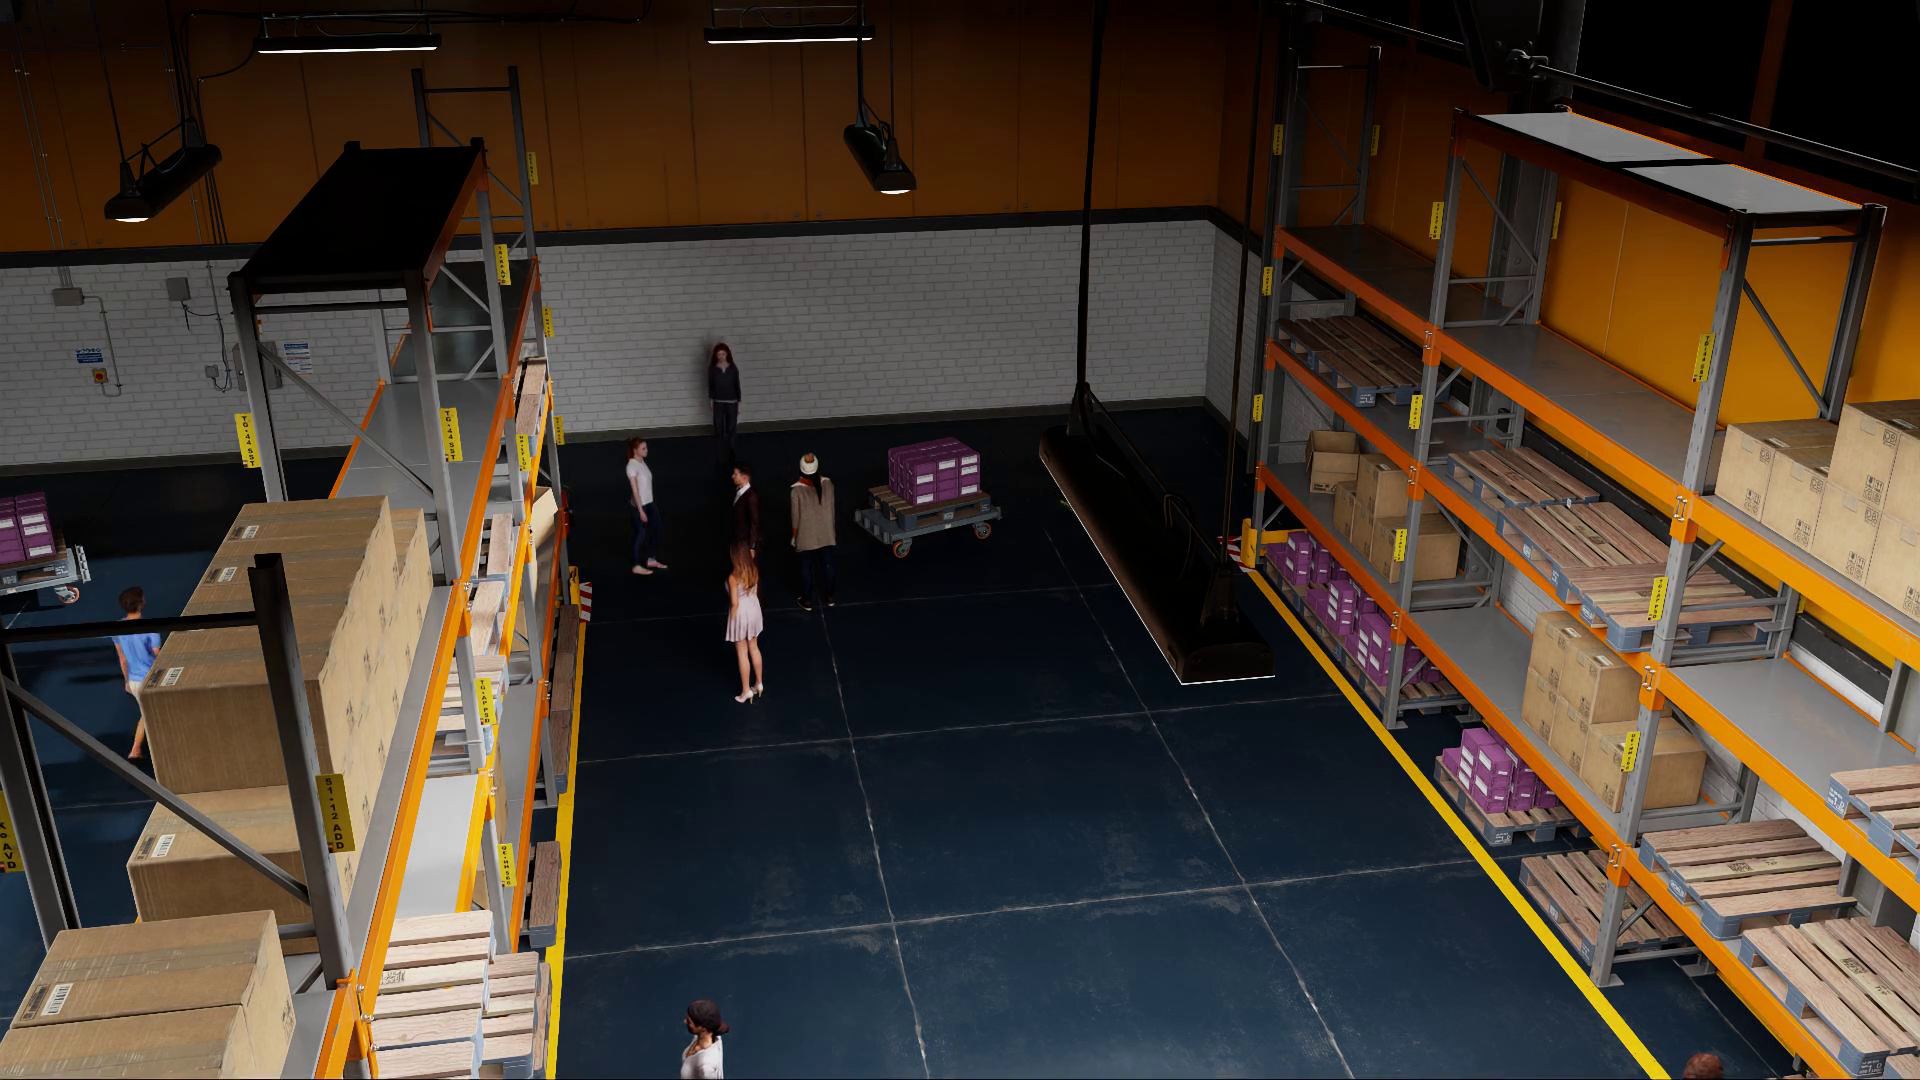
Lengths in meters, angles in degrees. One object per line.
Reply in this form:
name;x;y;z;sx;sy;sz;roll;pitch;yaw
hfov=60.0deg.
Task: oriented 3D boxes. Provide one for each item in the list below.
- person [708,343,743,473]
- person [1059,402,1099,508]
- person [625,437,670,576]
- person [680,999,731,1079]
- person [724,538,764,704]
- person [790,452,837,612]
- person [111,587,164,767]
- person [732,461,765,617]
person;-3.201;-1.860;22.759;0.645;1.752;0.900;-2;24;-5
person;1.566;-1.026;21.154;1.038;1.509;1.035;13;27;28
person;-3.814;-0.387;19.430;0.743;1.718;0.669;2;24;6
person;-1.546;3.571;10.306;0.647;1.774;0.464;-4;24;-8
person;-2.150;0.806;16.637;0.739;1.770;0.681;16;29;33
person;-1.639;-0.123;18.615;0.750;1.887;0.739;-9;25;-20
person;-7.531;1.332;15.334;0.822;1.850;0.919;6;24;14
person;-2.332;-0.006;18.374;0.760;1.866;0.564;-6;24;-14
